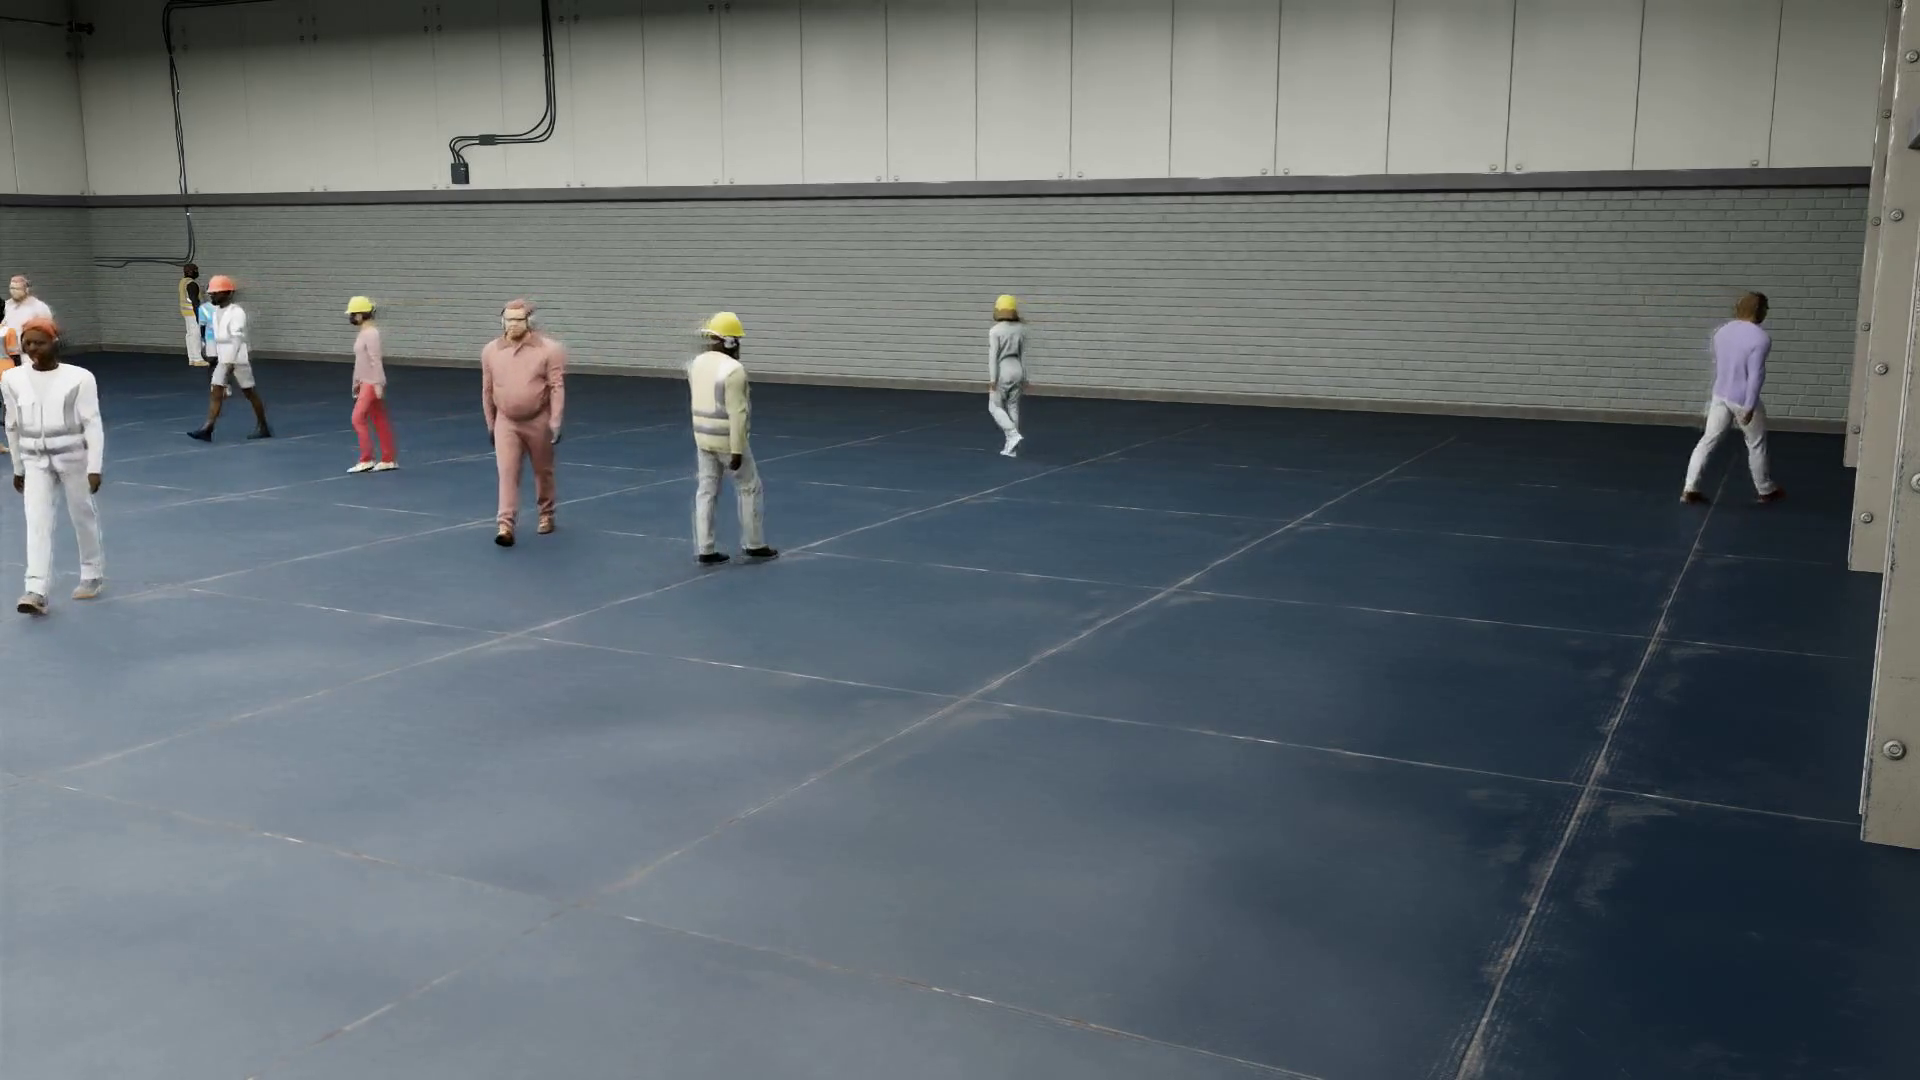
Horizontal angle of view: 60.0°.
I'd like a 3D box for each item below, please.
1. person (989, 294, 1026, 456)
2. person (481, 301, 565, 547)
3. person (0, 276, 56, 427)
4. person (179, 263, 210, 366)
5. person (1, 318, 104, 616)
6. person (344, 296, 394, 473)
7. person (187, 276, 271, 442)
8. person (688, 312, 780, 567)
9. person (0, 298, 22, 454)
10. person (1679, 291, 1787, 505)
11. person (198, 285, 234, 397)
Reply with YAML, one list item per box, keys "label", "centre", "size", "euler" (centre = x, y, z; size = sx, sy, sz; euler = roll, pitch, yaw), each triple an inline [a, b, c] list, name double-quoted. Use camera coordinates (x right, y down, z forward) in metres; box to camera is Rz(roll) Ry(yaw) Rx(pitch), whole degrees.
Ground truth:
- label: "person"
  centre: [0.521, -1.728, 17.631]
  size: [0.494, 1.734, 0.472]
  euler: [-7, 13, -35]
- label: "person"
  centre: [-3.357, -0.902, 12.785]
  size: [0.649, 1.849, 1.040]
  euler: [-1, 10, -3]
- label: "person"
  centre: [-11.326, -2.236, 20.048]
  size: [0.654, 1.847, 1.030]
  euler: [3, 11, 15]
- label: "person"
  centre: [-13.849, -4.071, 30.086]
  size: [0.429, 1.844, 0.627]
  euler: [-9, 14, -40]
- label: "person"
  centre: [-5.699, -0.468, 10.464]
  size: [0.603, 1.829, 0.971]
  euler: [-2, 11, -8]
- label: "person"
  centre: [-5.930, -1.528, 16.448]
  size: [0.619, 1.742, 0.555]
  euler: [-6, 12, -28]
- label: "person"
  centre: [-8.381, -2.062, 19.001]
  size: [0.564, 1.881, 1.009]
  euler: [6, 12, 29]
- label: "person"
  centre: [-1.624, -0.721, 11.907]
  size: [0.608, 1.805, 0.724]
  euler: [9, 14, 40]
- label: "person"
  centre: [-10.236, -1.743, 17.782]
  size: [0.539, 1.700, 0.317]
  euler: [2, 11, 13]
- label: "person"
  centre: [6.776, -1.222, 14.493]
  size: [1.074, 1.883, 0.631]
  euler: [-4, 11, -21]
- label: "person"
  centre: [-10.674, -2.865, 24.016]
  size: [0.553, 1.657, 0.843]
  euler: [-5, 12, -26]
